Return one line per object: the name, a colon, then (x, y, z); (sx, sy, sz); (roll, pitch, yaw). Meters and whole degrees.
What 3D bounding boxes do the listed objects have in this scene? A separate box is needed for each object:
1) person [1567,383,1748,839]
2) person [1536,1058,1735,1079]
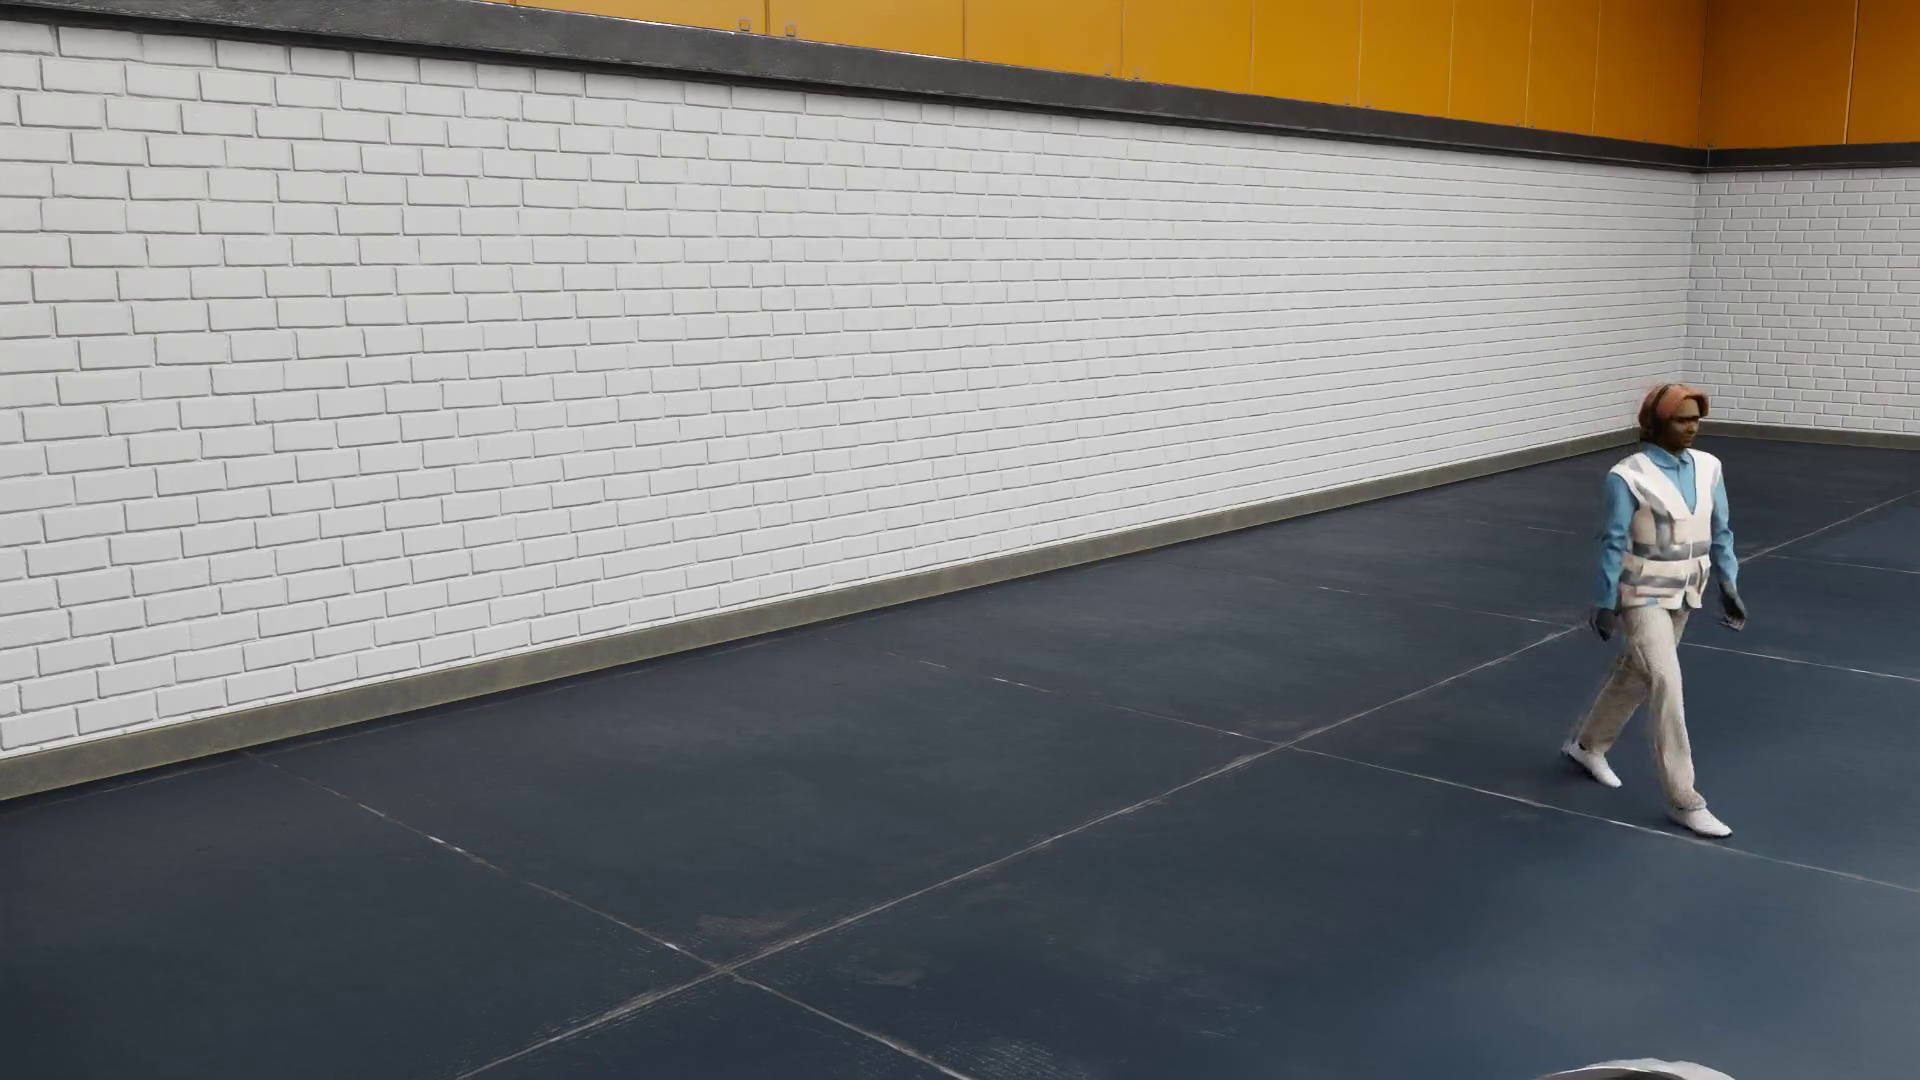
person: (2.566, 0.213, 6.129); (0.523, 1.598, 0.854); (-5, 11, -27)
person: (0.324, 0.973, 0.984); (0.584, 1.882, 0.339); (-9, 14, -42)
